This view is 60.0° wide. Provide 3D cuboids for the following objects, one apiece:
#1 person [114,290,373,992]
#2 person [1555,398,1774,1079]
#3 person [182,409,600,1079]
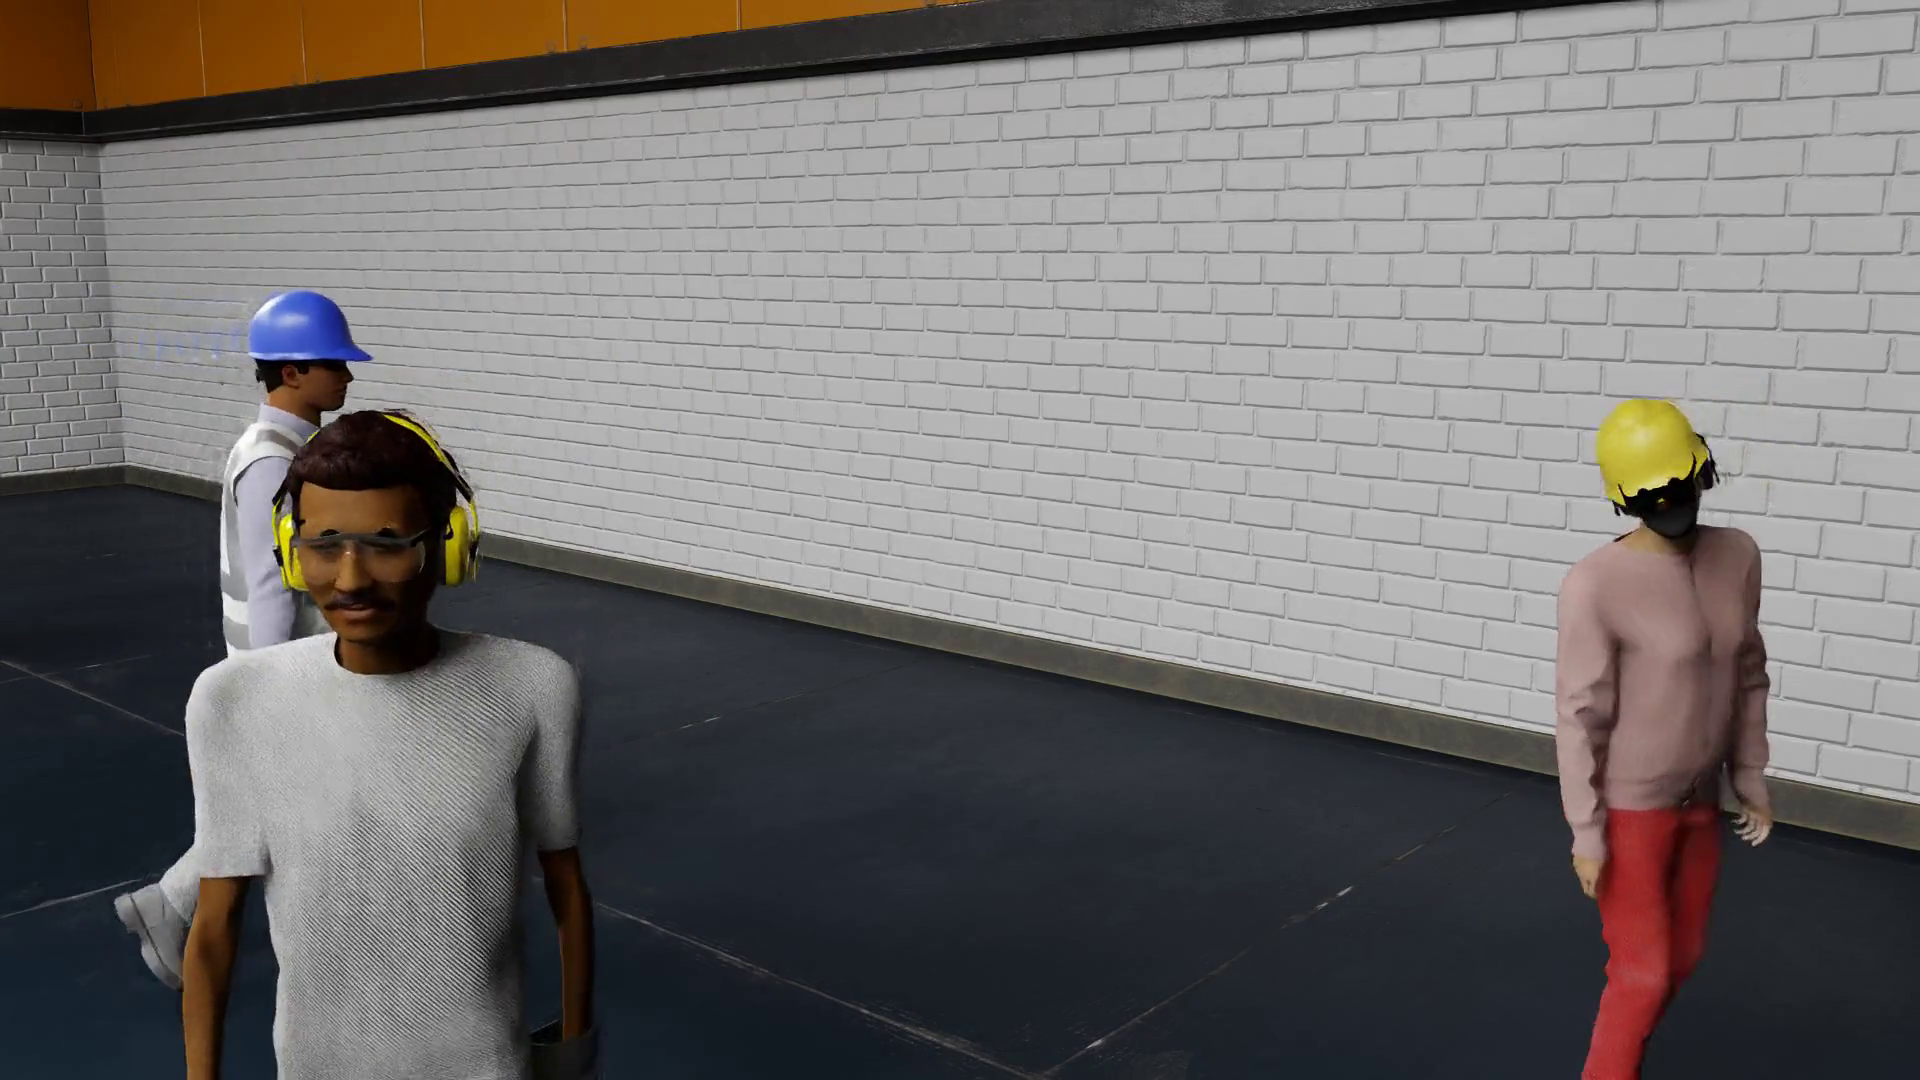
[{"bbox_3d":[-1.802,0.318,4.335,0.810,1.925,0.617,-3,10,-14],"label":"person"},{"bbox_3d":[1.462,0.571,3.502,0.550,1.742,0.321,-6,12,-30],"label":"person"},{"bbox_3d":[-0.729,0.748,2.135,0.505,1.819,0.972,-1,10,-6],"label":"person"}]
